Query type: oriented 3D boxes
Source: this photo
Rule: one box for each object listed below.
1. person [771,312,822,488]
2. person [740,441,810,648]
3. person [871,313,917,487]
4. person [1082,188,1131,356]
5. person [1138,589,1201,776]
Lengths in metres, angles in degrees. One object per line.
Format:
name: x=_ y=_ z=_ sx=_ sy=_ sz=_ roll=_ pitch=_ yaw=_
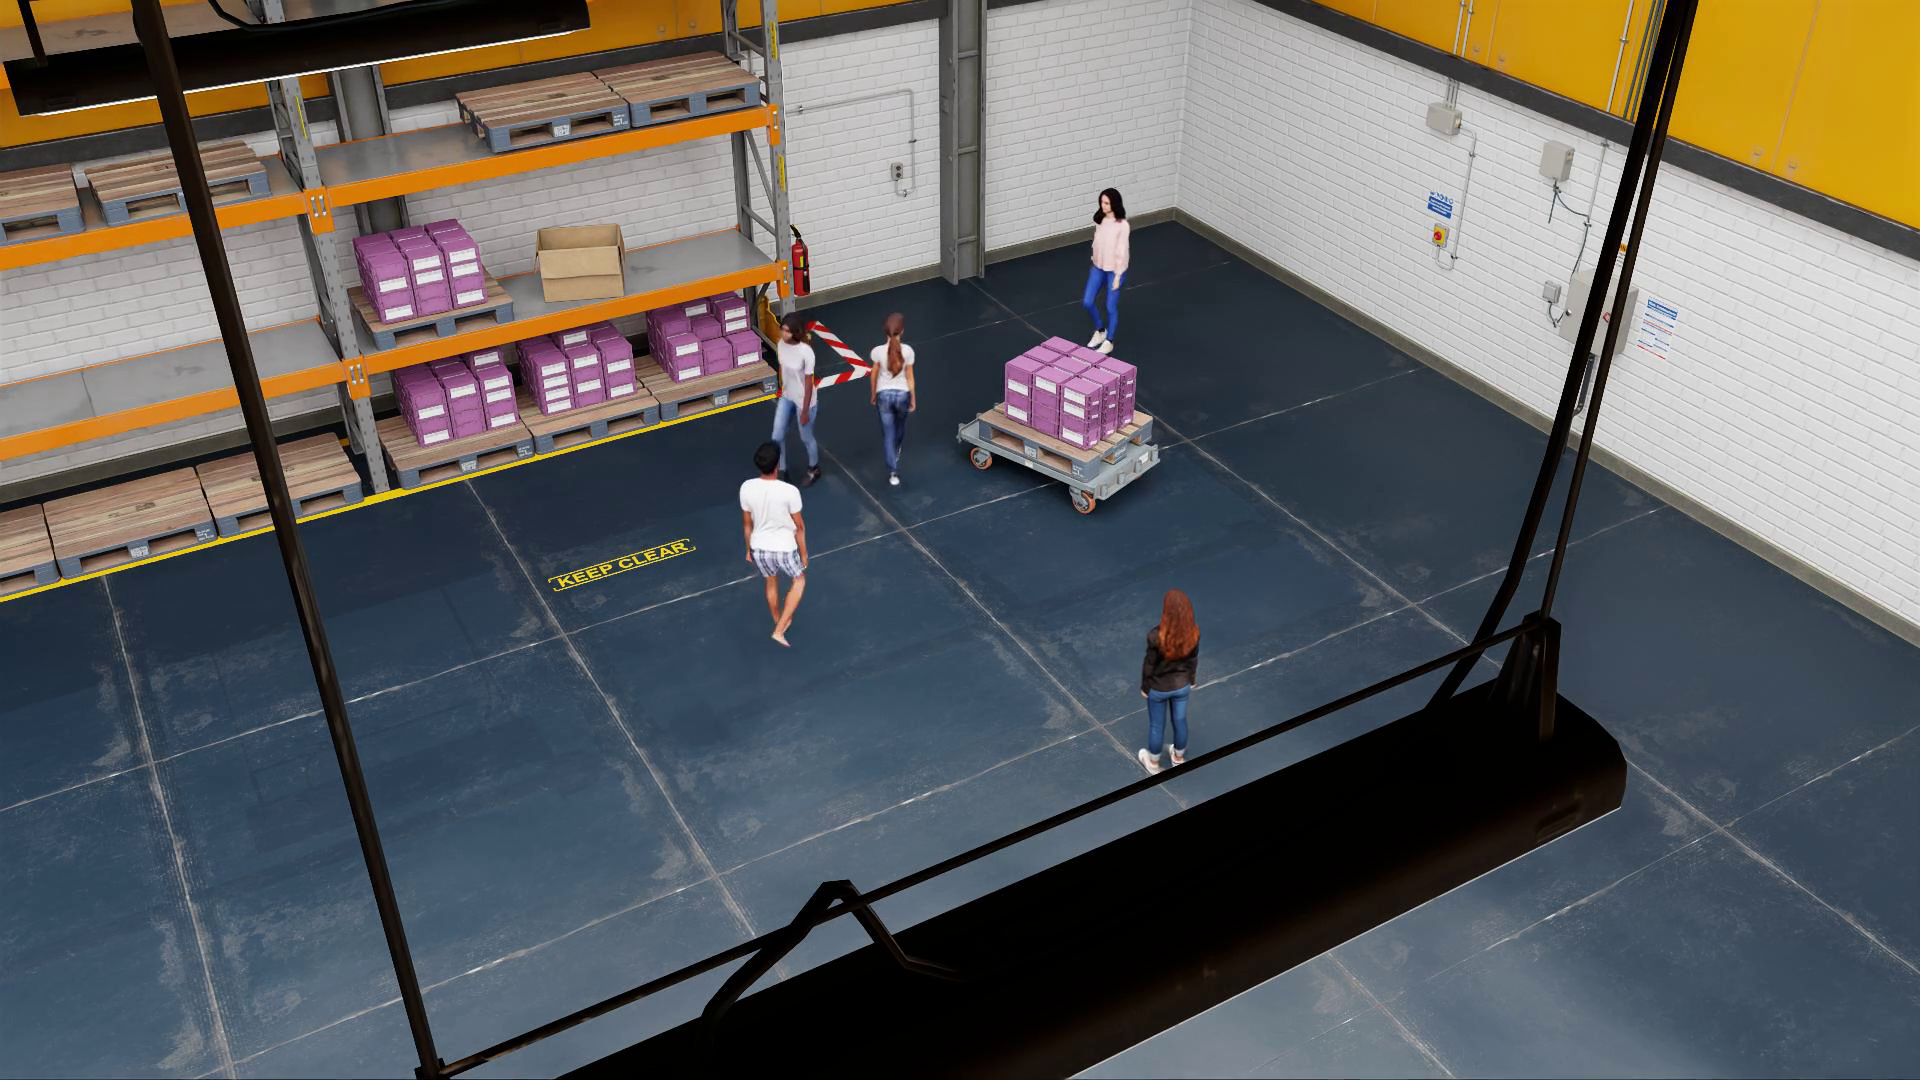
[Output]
person: x=-1.330 y=-1.210 z=14.316 sx=0.758 sy=1.706 sz=0.888 roll=23 pitch=40 yaw=31
person: x=-1.389 y=0.091 z=12.342 sx=0.874 sy=1.724 sz=0.935 roll=9 pitch=35 yaw=13
person: x=-0.586 y=-1.190 z=14.453 sx=1.063 sy=1.521 sz=0.906 roll=-3 pitch=34 yaw=-5
person: x=1.532 y=-2.664 z=16.455 sx=0.687 sy=1.759 sz=0.713 roll=-28 pitch=43 yaw=-35
person: x=1.418 y=0.965 z=11.247 sx=0.495 sy=1.481 sz=0.641 roll=-11 pitch=35 yaw=-17
